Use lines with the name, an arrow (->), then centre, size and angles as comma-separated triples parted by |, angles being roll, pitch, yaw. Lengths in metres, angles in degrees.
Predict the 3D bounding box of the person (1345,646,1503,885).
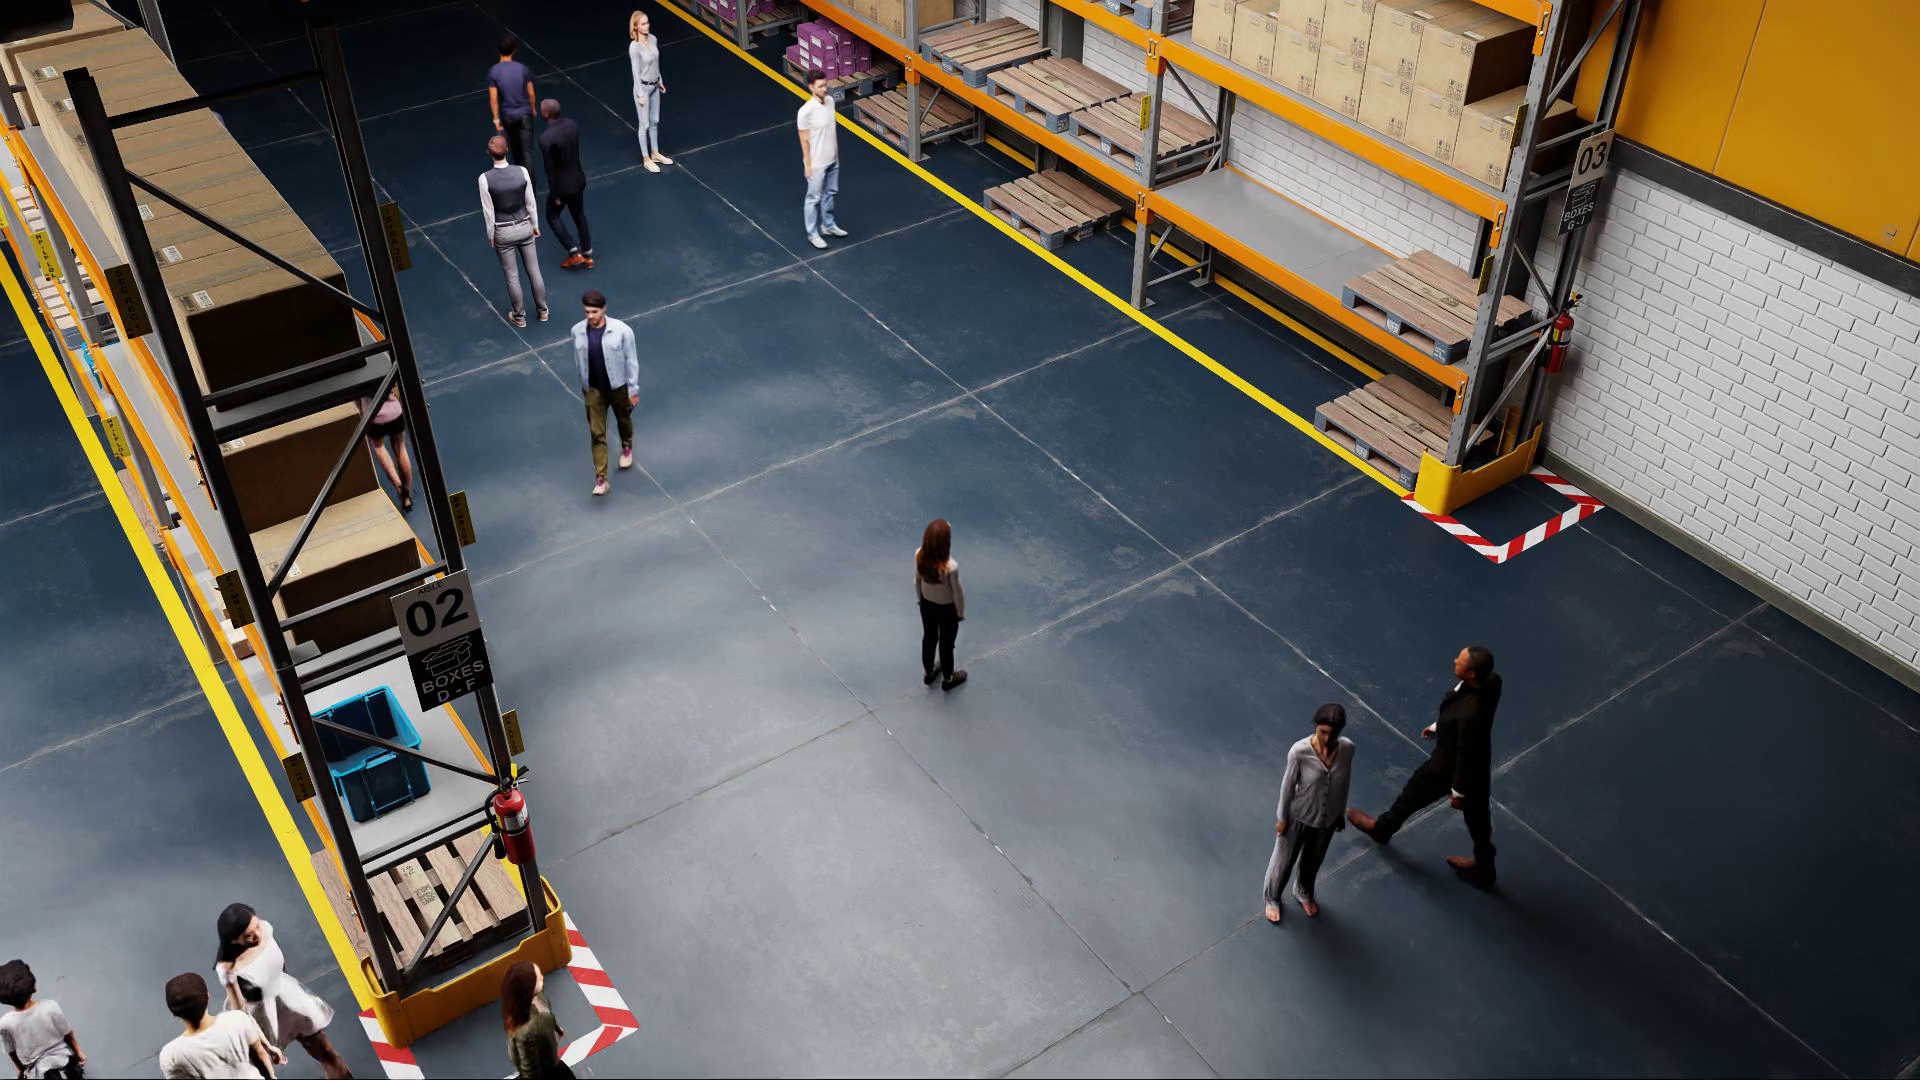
person -> 3.196, 1.430, 10.374 | 1.344, 1.856, 0.976 | 23, 44, 26

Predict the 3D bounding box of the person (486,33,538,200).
person -> -4.748, -4.494, 17.891 | 0.972, 1.732, 1.300 | -9, 39, -11

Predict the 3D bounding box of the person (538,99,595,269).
person -> -3.863, -3.525, 16.619 | 0.792, 1.805, 0.797 | 21, 43, 24

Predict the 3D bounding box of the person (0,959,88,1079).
person -> -4.961, 2.870, 9.084 | 0.485, 1.215, 0.973 | -26, 45, -29

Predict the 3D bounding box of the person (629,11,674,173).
person -> -3.474, -4.996, 18.469 | 0.648, 1.796, 0.660 | 20, 43, 23

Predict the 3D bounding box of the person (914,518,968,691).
person -> -0.151, 0.465, 11.880 | 0.545, 1.484, 0.670 | 21, 43, 25

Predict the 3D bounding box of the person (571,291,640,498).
person -> -2.911, -1.317, 13.878 | 1.098, 1.776, 1.227 | 1, 39, 2

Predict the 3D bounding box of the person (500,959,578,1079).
person -> -2.356, 2.799, 8.987 | 0.853, 1.447, 1.007 | -10, 40, -12

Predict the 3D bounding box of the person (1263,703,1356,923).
person -> 2.139, 1.650, 10.165 | 0.667, 1.773, 0.661 | -7, 39, -8

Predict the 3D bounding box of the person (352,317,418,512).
person -> -4.600, -0.936, 13.383 | 0.655, 1.799, 0.712 | -21, 43, -24

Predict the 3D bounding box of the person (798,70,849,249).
person -> -1.425, -3.941, 17.093 | 0.664, 1.864, 0.735 | 26, 45, 28

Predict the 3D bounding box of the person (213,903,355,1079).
person -> -3.840, 2.562, 9.061 | 1.251, 1.726, 1.021 | 17, 42, 20

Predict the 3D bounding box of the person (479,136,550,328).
person -> -4.237, -2.934, 15.773 | 0.688, 1.938, 0.601 | -18, 42, -21

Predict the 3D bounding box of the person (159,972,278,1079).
person -> -3.765, 2.942, 8.609 | 0.659, 1.696, 0.687 | -27, 46, -30
